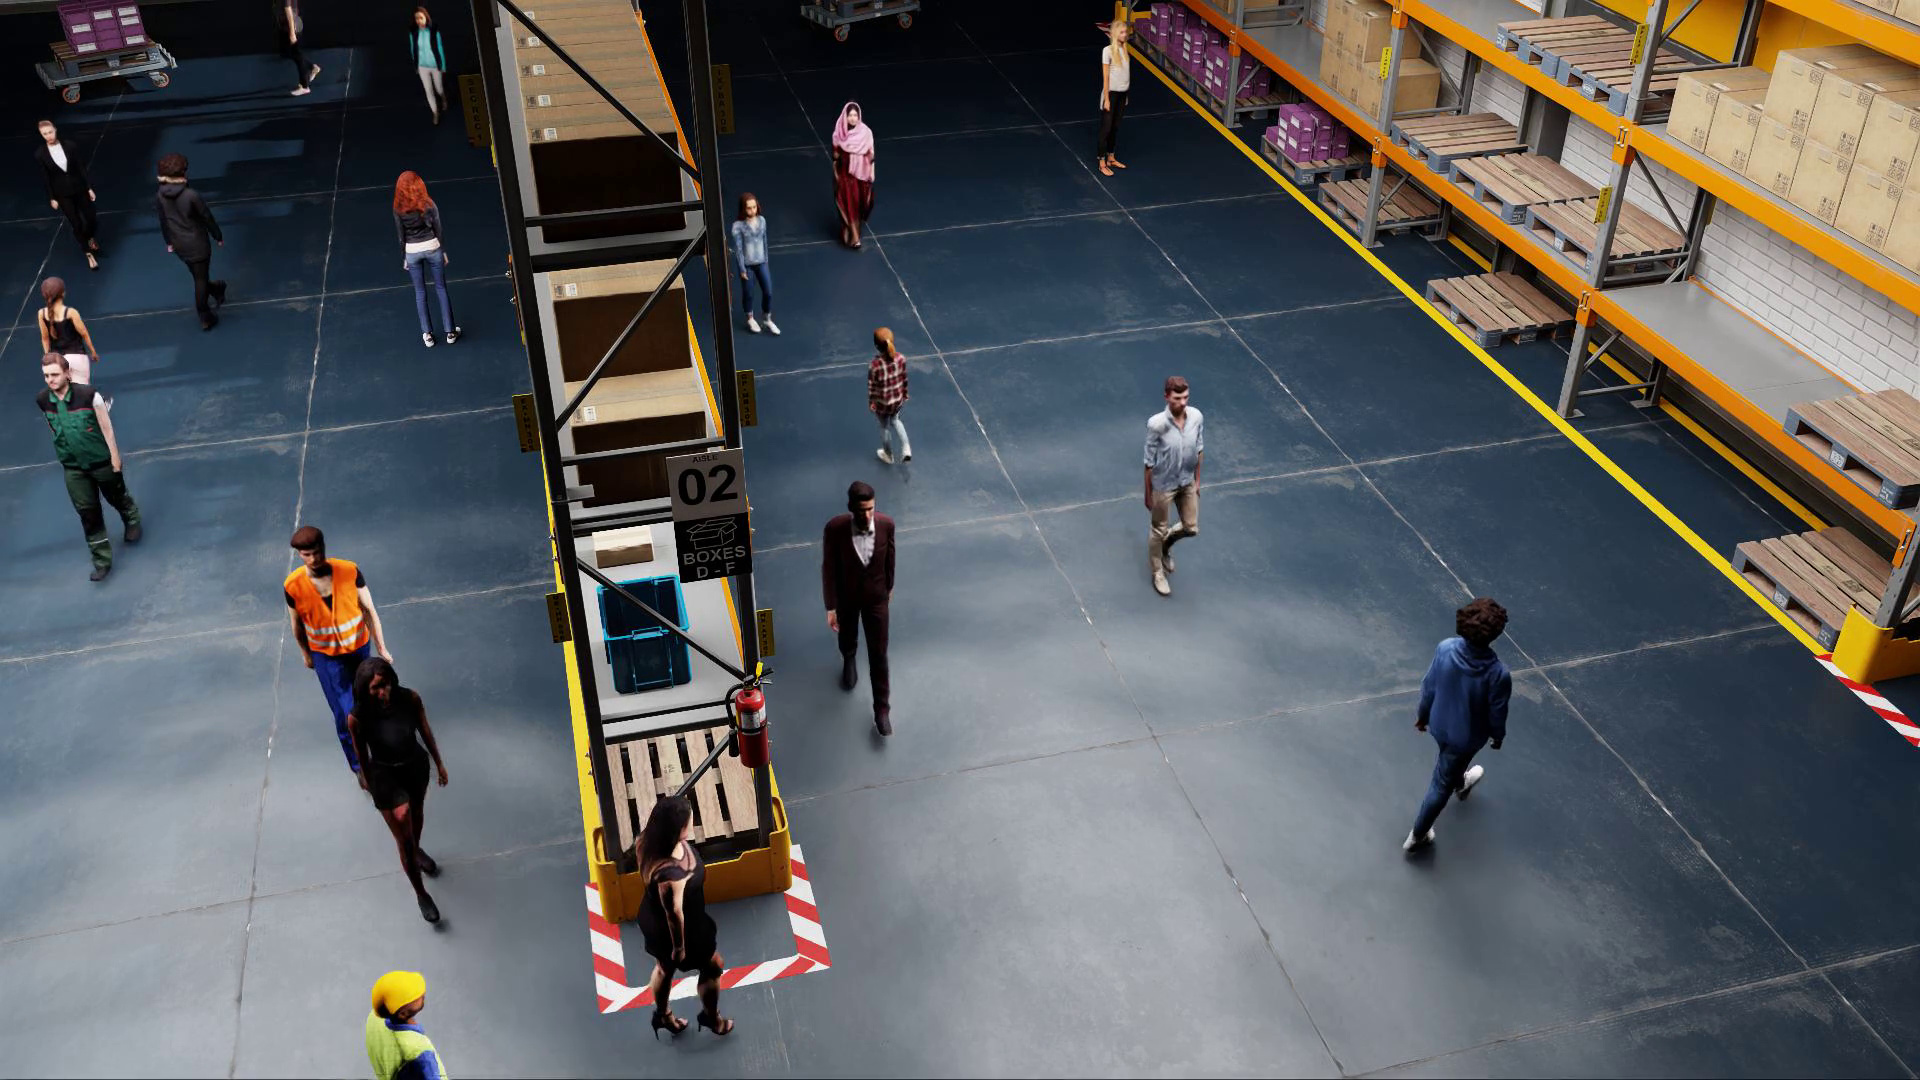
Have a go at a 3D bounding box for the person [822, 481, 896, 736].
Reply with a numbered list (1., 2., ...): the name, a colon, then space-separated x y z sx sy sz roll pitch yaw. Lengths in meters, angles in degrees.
1. person: -0.719 0.351 11.489 0.731 1.812 1.225 -6 34 -9

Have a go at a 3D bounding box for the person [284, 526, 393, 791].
1. person: -4.105 0.654 11.011 0.877 1.837 1.263 -16 37 -23

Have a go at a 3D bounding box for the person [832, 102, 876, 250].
1. person: -1.187 -4.051 18.288 0.677 1.618 0.924 -6 34 -9

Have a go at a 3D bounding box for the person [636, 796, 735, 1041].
1. person: -1.621 2.103 8.964 0.785 1.691 0.678 -18 38 -25

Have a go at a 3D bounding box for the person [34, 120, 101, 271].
1. person: -9.440 -3.681 17.676 0.776 1.680 0.888 -23 40 -30

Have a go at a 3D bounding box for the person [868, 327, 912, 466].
1. person: -0.589 -1.192 14.278 0.641 1.296 0.736 -19 38 -26

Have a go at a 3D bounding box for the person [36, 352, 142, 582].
1. person: -6.776 -0.664 13.026 0.753 1.801 1.150 -4 34 -6

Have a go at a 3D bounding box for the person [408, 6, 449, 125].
1. person: -6.896 -6.204 21.644 0.640 1.487 0.828 -3 34 -5

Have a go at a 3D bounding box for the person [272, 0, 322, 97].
1. person: -8.978 -6.924 22.489 0.876 1.752 0.914 28 42 35

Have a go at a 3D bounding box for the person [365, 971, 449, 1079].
1. person: -2.622 2.748 7.899 1.007 1.796 1.049 -28 42 -35

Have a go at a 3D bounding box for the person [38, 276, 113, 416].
1. person: -7.791 -1.500 14.546 0.712 1.511 1.097 -1 34 -1

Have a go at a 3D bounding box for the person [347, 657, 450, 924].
1. person: -3.409 1.378 10.030 0.860 1.717 1.036 -28 43 -35

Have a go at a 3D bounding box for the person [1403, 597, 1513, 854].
1. person: 3.033 1.185 10.274 1.083 1.768 1.198 -26 41 -33

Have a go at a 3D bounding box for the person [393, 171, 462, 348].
1. person: -5.204 -2.741 16.163 0.572 1.787 0.526 -8 34 -11

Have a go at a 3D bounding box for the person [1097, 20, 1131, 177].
1. person: 1.840 -5.340 20.039 0.709 1.826 0.675 23 40 31

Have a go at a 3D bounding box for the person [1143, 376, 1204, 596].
1. person: 1.576 -0.473 12.706 0.697 1.839 0.729 -13 36 -18

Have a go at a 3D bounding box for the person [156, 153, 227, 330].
1. person: -7.639 -2.906 16.454 0.866 1.740 1.116 2 34 3

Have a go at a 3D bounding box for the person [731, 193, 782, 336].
1. person: -2.104 -2.753 16.475 0.676 1.462 0.745 -22 39 -29
